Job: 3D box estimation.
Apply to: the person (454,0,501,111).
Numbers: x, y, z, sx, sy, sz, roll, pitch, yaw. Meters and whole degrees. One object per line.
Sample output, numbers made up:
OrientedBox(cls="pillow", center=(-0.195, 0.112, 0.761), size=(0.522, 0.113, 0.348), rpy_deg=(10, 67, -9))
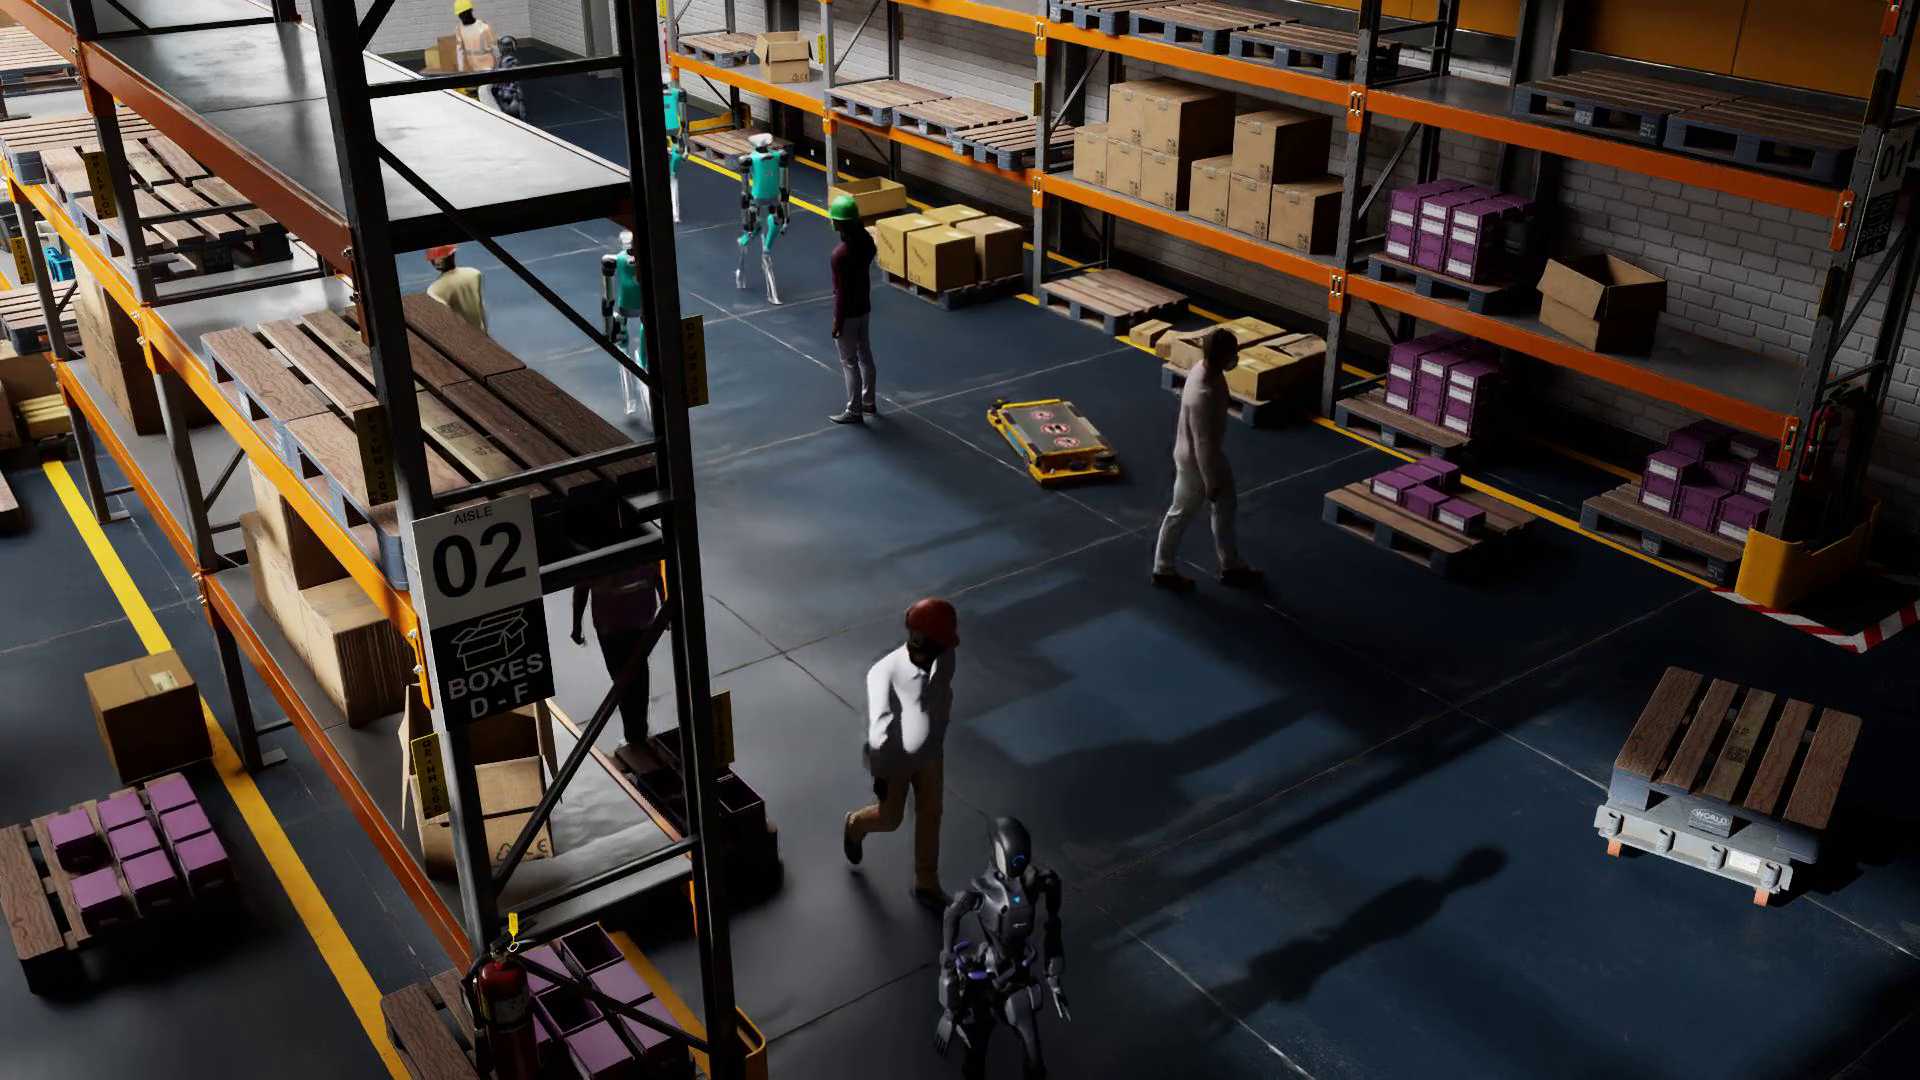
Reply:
OrientedBox(cls="person", center=(-6.810, -6.705, 23.535), size=(0.602, 1.873, 0.886), rpy_deg=(11, 29, 21))

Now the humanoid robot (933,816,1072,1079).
OrientedBox(cls="humanoid robot", center=(0.189, 1.862, 6.715), size=(0.600, 1.643, 0.535), rpy_deg=(-13, 30, -24))

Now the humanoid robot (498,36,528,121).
OrientedBox(cls="humanoid robot", center=(-5.949, -5.882, 22.163), size=(0.780, 1.621, 0.600), rpy_deg=(-16, 31, -29))

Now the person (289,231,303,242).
OrientedBox(cls="person", center=(-6.237, -2.514, 15.504), size=(0.732, 1.596, 0.515), rpy_deg=(15, 30, 27))

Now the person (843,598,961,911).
OrientedBox(cls="person", center=(-0.285, 1.025, 8.345), size=(0.597, 1.706, 0.706), rpy_deg=(-22, 34, -37))

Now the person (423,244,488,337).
OrientedBox(cls="person", center=(-4.131, -1.665, 13.664), size=(0.386, 1.729, 0.573), rpy_deg=(15, 30, 27))

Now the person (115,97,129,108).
OrientedBox(cls="person", center=(-10.502, -5.321, 20.669), size=(0.407, 1.984, 0.609), rpy_deg=(5, 27, 10))

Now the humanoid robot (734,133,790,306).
OrientedBox(cls="humanoid robot", center=(-2.110, -3.322, 16.999), size=(0.546, 1.796, 0.913), rpy_deg=(-15, 30, -27))

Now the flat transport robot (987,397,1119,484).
OrientedBox(cls="flat transport robot", center=(0.746, -0.845, 13.668), size=(0.659, 0.231, 1.431), rpy_deg=(-8, 28, -15))

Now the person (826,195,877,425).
OrientedBox(cls="person", center=(-0.907, -1.914, 13.926), size=(0.426, 1.949, 0.498), rpy_deg=(13, 30, 24))

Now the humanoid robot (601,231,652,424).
OrientedBox(cls="humanoid robot", center=(-2.708, -1.776, 13.842), size=(0.562, 1.720, 0.946), rpy_deg=(-8, 28, -16))

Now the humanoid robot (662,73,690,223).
OrientedBox(cls="humanoid robot", center=(-3.532, -4.654, 19.672), size=(0.547, 1.823, 0.884), rpy_deg=(-12, 29, -23))

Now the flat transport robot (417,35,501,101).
OrientedBox(cls="flat transport robot", center=(-7.730, -7.114, 26.137), size=(0.659, 0.231, 1.431), rpy_deg=(0, 27, 1))

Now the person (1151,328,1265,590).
OrientedBox(cls="person", center=(1.738, -0.506, 11.171), size=(0.891, 1.901, 0.659), rpy_deg=(7, 28, 13))

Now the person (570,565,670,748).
OrientedBox(cls="person", center=(-1.966, 0.386, 9.480), size=(0.553, 1.824, 0.689), rpy_deg=(-18, 32, -32))
